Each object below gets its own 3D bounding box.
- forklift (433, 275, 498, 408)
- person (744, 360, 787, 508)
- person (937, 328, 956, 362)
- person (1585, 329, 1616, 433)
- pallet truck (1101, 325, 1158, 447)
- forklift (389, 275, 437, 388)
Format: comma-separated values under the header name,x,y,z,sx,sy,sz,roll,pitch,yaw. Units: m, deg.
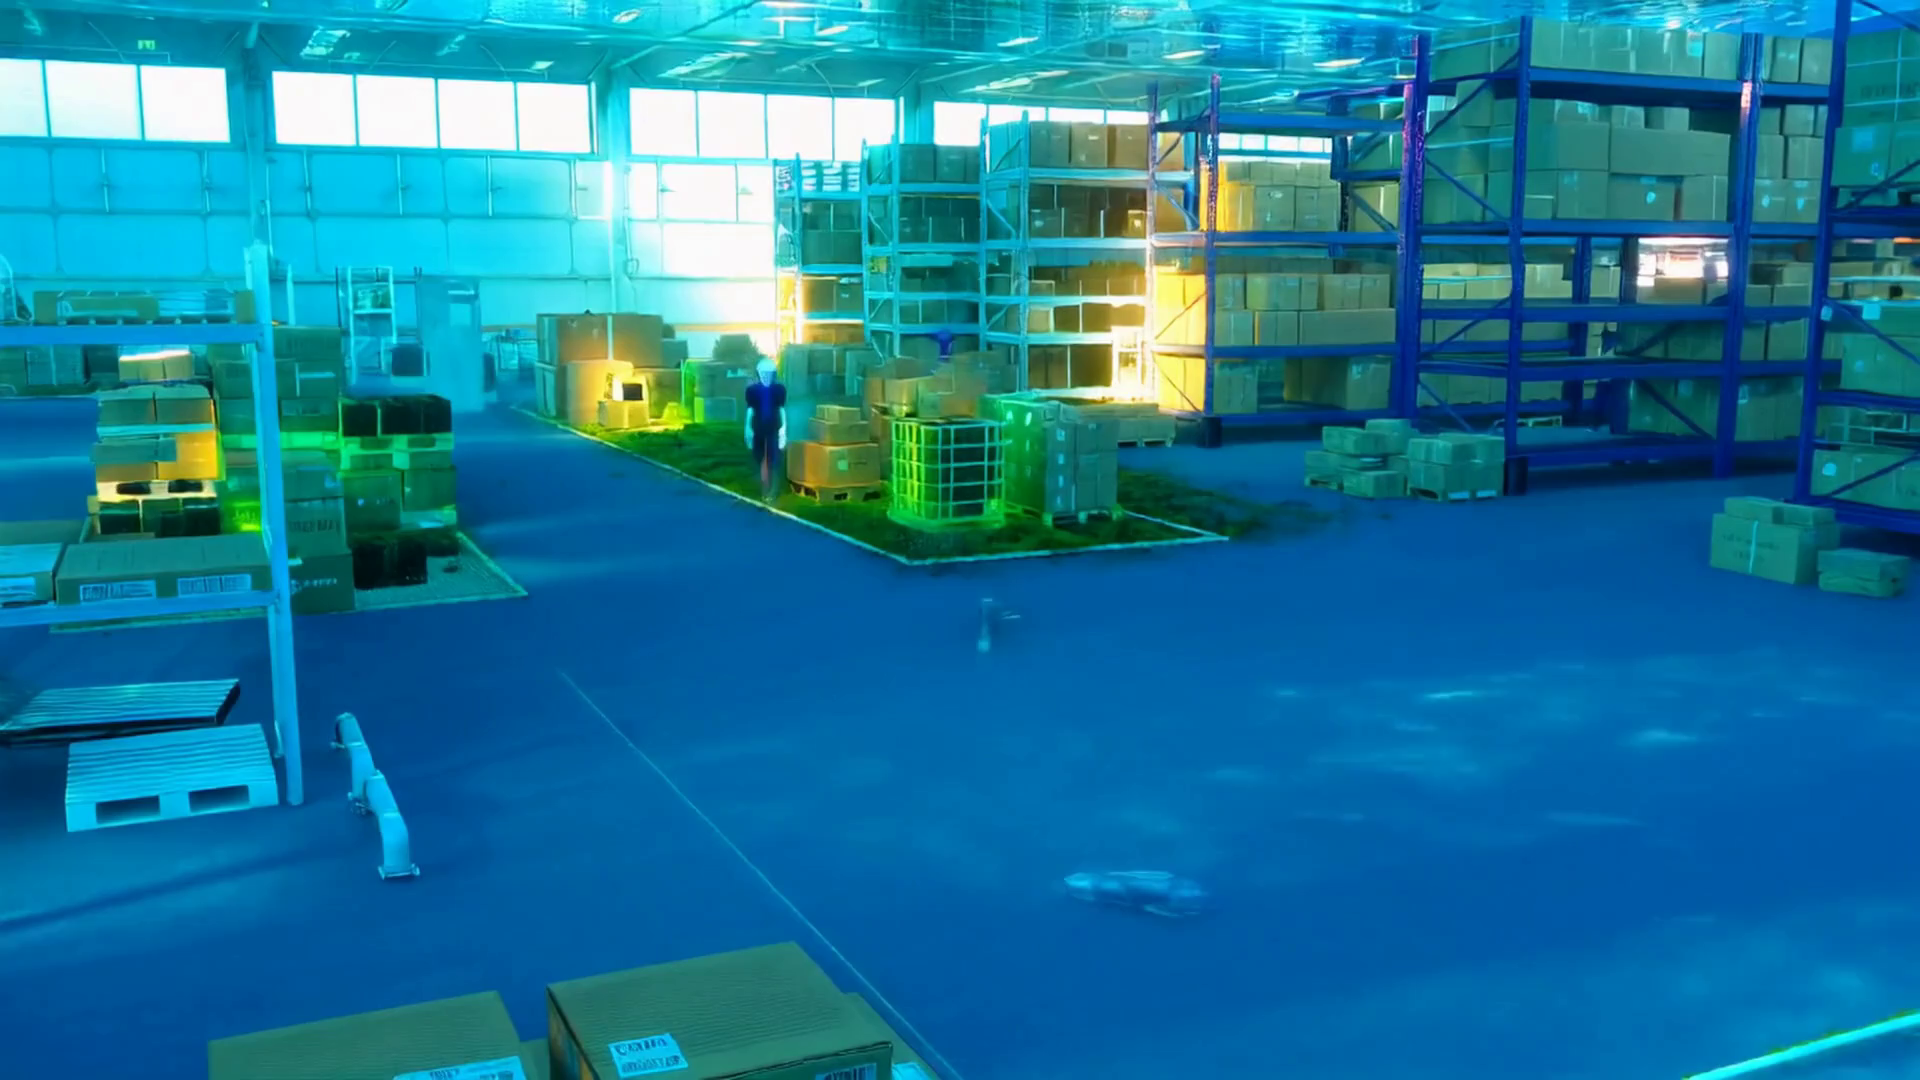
name,x,y,z,sx,sy,sz,roll,pitch,yaw
forklift,-10.688,-4.264,35.544,1.129,2.768,1.873,0,9,0
person,-2.424,-1.338,20.711,0.526,1.818,1.014,-1,9,-4
person,-0.281,-4.061,38.260,0.527,1.591,0.852,4,10,25
person,11.458,-2.784,29.413,0.774,1.899,0.604,-3,10,-18
pallet truck,2.881,-2.596,27.923,0.823,1.965,1.885,-1,9,-7
forklift,-13.263,-5.226,41.510,1.873,2.768,1.129,-4,10,-25
